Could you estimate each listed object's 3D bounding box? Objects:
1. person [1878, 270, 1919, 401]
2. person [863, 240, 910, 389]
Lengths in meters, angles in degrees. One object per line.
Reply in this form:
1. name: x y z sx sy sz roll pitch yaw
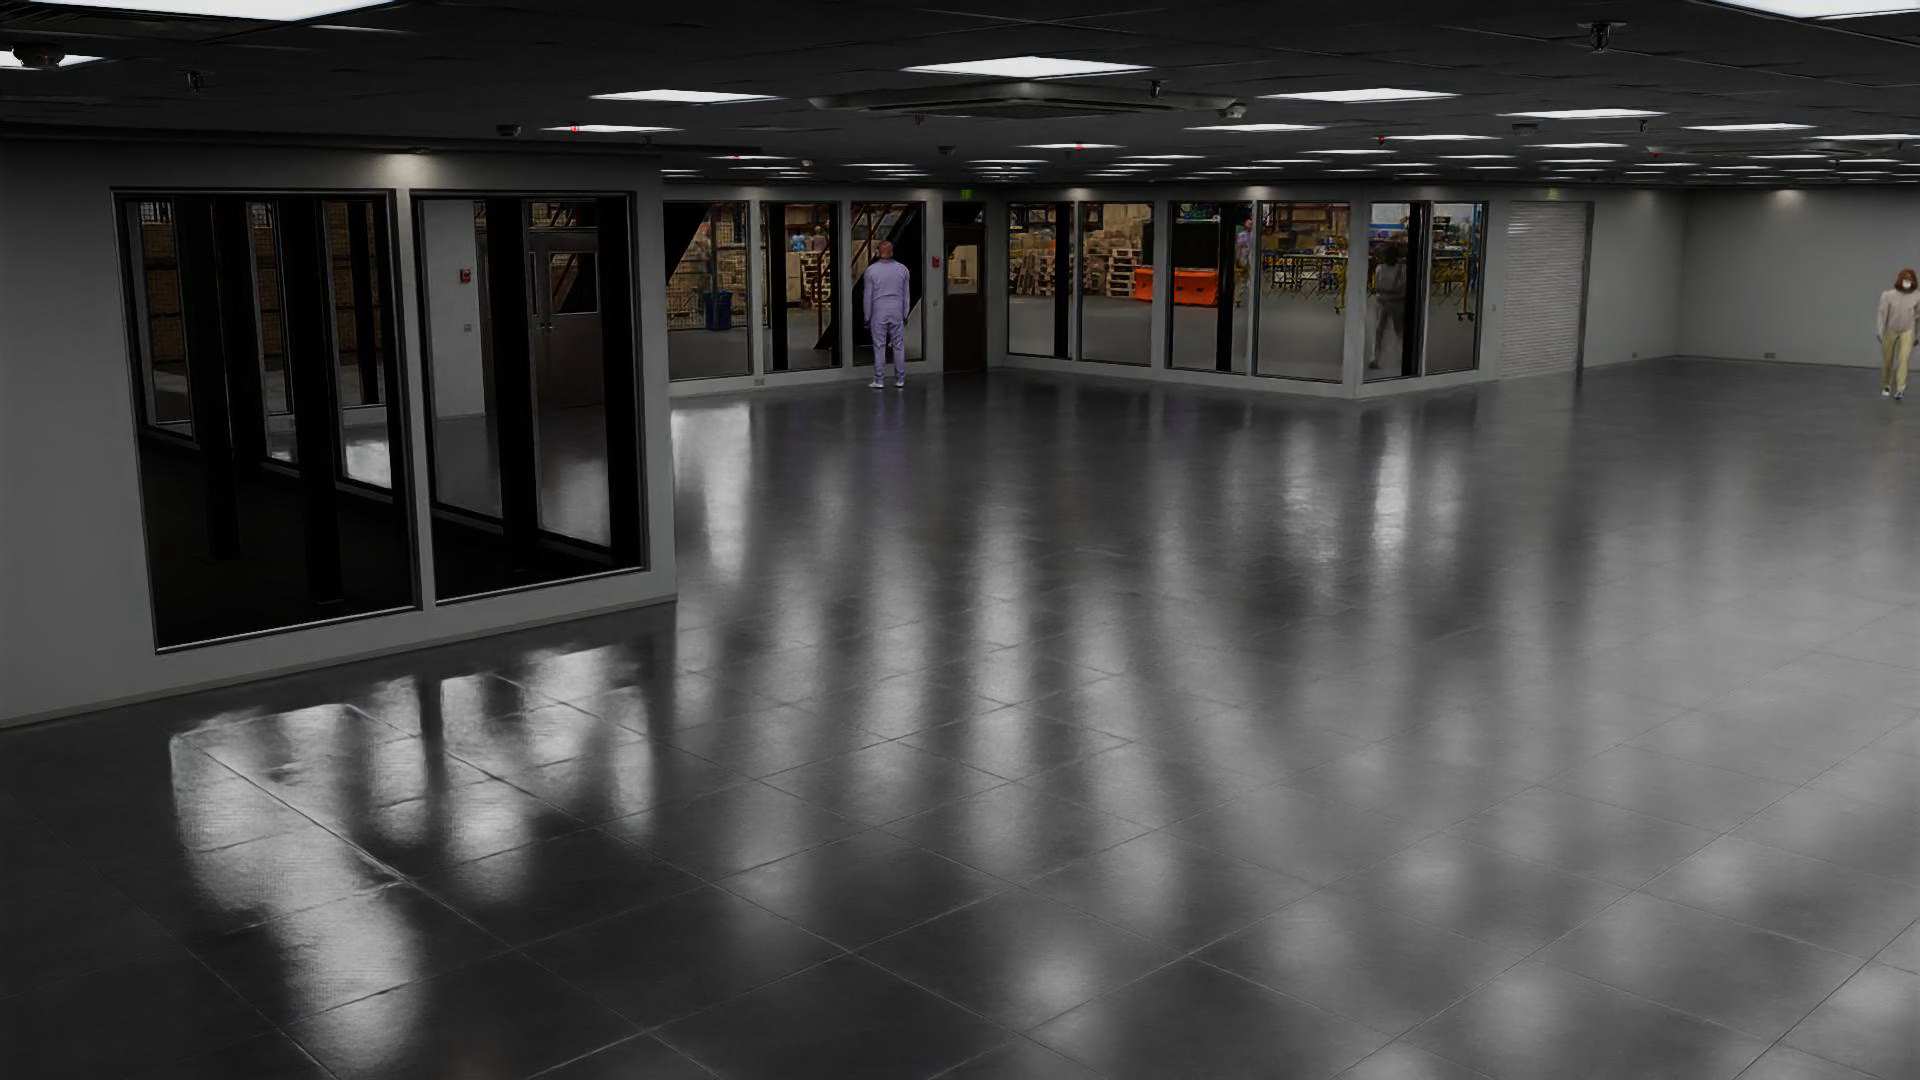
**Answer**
1. person: 11.521 -2.518 20.398 0.486 1.581 0.900 7 13 30
2. person: -0.966 -2.918 21.578 0.639 1.911 0.406 -5 12 -22
